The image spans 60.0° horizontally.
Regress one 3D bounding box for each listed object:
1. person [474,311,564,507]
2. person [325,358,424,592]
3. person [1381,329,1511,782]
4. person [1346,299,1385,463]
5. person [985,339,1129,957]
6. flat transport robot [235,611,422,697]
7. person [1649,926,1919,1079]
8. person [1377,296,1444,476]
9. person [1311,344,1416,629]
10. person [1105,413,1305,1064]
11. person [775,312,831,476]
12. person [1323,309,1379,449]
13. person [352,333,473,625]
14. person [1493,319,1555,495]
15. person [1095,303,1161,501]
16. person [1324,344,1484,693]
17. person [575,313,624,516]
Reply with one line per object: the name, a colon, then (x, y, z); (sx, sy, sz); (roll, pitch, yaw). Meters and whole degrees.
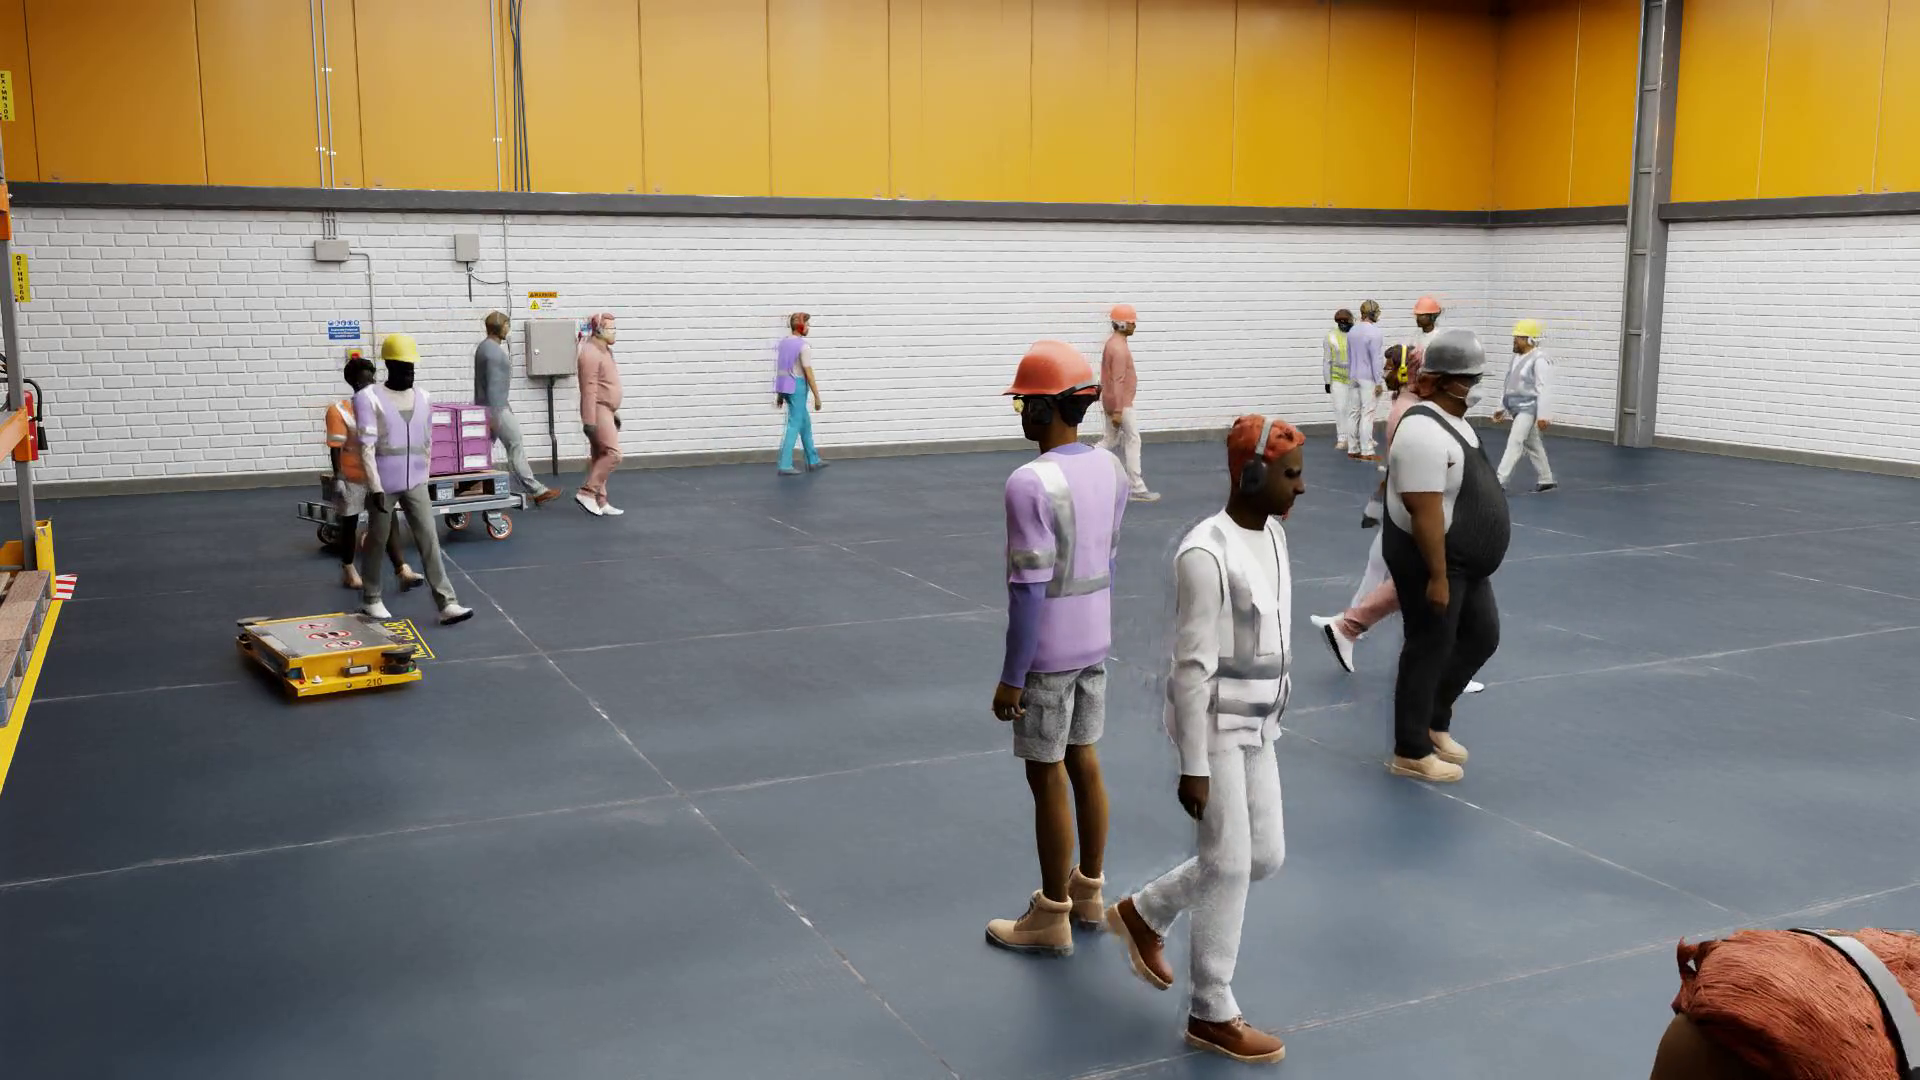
person: (-4.329, -1.223, 15.820); (1.005, 1.885, 0.653); (-5, 10, -26)
person: (-4.135, -0.438, 11.658); (0.855, 1.649, 0.552); (8, 12, 42)
person: (2.151, 0.066, 7.375); (0.538, 2.000, 0.701); (5, 10, 27)
person: (4.840, -1.891, 19.835); (0.366, 1.938, 0.634); (-4, 10, -21)
person: (0.306, 0.361, 5.540); (0.371, 2.044, 0.608); (6, 11, 33)
flat transport robot: (-3.605, 0.618, 9.424); (0.652, 0.197, 1.431); (-6, 11, -35)
person: (0.655, 1.163, 1.241); (1.014, 1.834, 0.592); (-1, 9, -9)
person: (4.918, -1.610, 17.913); (1.029, 1.993, 0.619); (-3, 9, -15)
person: (2.568, -0.246, 9.961); (0.935, 1.824, 0.536); (3, 10, 18)
person: (0.724, 0.556, 4.875); (0.564, 1.867, 0.601); (6, 11, 34)
person: (-1.712, -1.634, 18.635); (0.858, 1.806, 0.587); (-6, 11, -33)
person: (4.968, -2.042, 21.210); (0.703, 1.803, 0.471); (0, 9, 2)
person: (-3.580, -0.380, 10.668); (1.005, 1.872, 0.594); (8, 12, 40)
person: (5.654, -1.319, 16.764); (0.945, 1.791, 0.584); (-1, 9, -6)
person: (1.507, -1.353, 16.401); (0.899, 1.970, 0.608); (-1, 9, -7)
person: (2.439, -0.124, 9.026); (0.797, 1.885, 0.645); (2, 9, 14)
person: (-3.296, -1.147, 15.376); (0.416, 1.894, 0.661); (-1, 9, -4)
